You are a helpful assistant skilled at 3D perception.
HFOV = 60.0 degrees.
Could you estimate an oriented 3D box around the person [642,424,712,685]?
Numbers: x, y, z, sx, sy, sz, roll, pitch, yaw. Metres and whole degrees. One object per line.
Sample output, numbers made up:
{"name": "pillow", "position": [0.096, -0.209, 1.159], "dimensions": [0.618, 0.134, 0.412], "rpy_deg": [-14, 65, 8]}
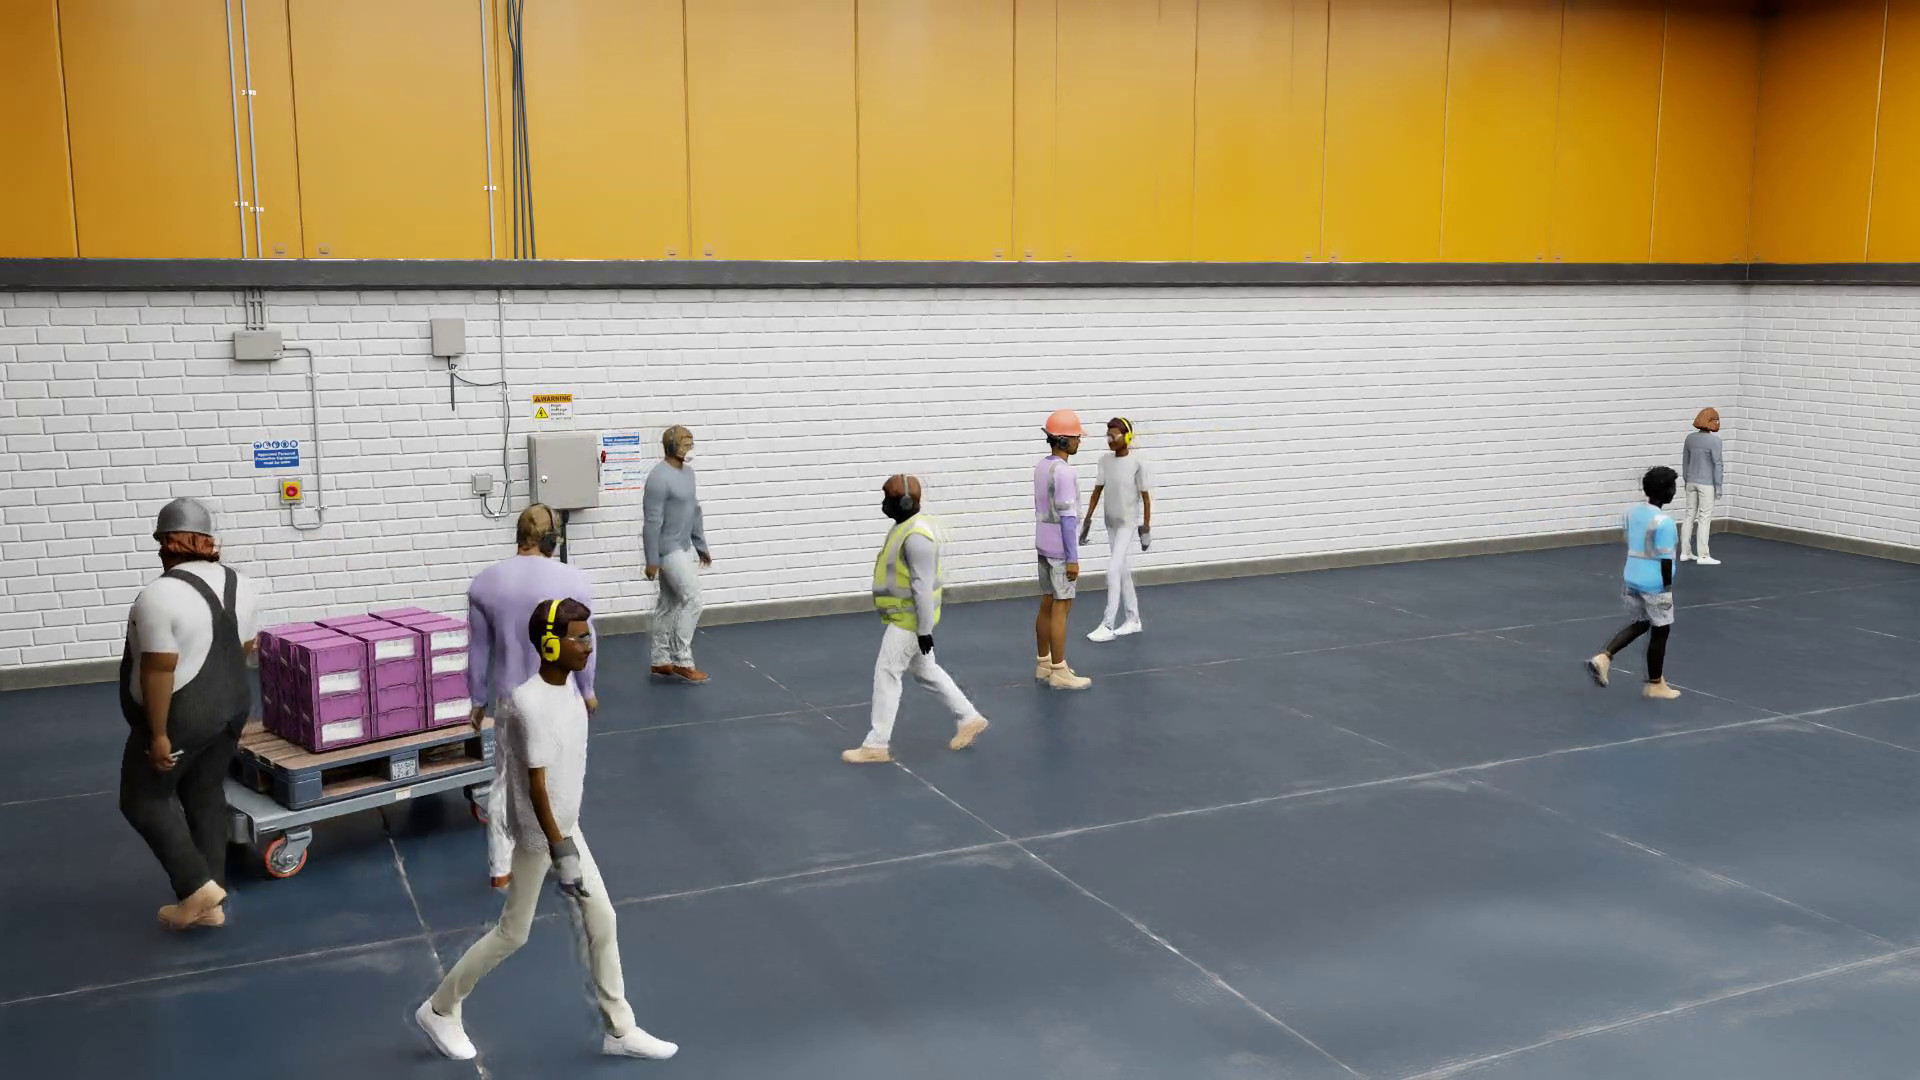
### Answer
{"name": "person", "position": [-2.037, 0.106, 12.284], "dimensions": [0.676, 1.915, 0.632], "rpy_deg": [1, 9, 8]}

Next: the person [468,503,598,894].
{"name": "person", "position": [-2.099, 0.774, 8.198], "dimensions": [0.647, 1.906, 0.578], "rpy_deg": [2, 9, 11]}

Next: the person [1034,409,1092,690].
{"name": "person", "position": [0.740, 0.066, 12.153], "dimensions": [0.375, 2.044, 0.605], "rpy_deg": [-3, 10, -17]}

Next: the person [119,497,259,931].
{"name": "person", "position": [-3.577, 0.787, 7.686], "dimensions": [0.544, 2.000, 0.706], "rpy_deg": [3, 9, 15]}

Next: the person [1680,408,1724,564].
{"name": "person", "position": [7.738, -0.563, 17.324], "dimensions": [0.278, 1.633, 0.507], "rpy_deg": [-3, 10, -20]}

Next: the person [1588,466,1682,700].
{"name": "person", "position": [4.830, 0.309, 11.735], "dimensions": [0.564, 1.682, 0.545], "rpy_deg": [-1, 9, -8]}

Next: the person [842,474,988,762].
{"name": "person", "position": [-0.256, 0.476, 10.369], "dimensions": [0.910, 1.810, 0.640], "rpy_deg": [-1, 9, -8]}

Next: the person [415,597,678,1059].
{"name": "person", "position": [-1.632, 1.115, 6.347], "dimensions": [0.978, 1.826, 0.508], "rpy_deg": [2, 9, 11]}

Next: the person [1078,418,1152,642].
{"name": "person", "position": [1.236, -0.086, 13.725], "dimensions": [0.829, 1.837, 0.514], "rpy_deg": [-7, 12, -38]}
